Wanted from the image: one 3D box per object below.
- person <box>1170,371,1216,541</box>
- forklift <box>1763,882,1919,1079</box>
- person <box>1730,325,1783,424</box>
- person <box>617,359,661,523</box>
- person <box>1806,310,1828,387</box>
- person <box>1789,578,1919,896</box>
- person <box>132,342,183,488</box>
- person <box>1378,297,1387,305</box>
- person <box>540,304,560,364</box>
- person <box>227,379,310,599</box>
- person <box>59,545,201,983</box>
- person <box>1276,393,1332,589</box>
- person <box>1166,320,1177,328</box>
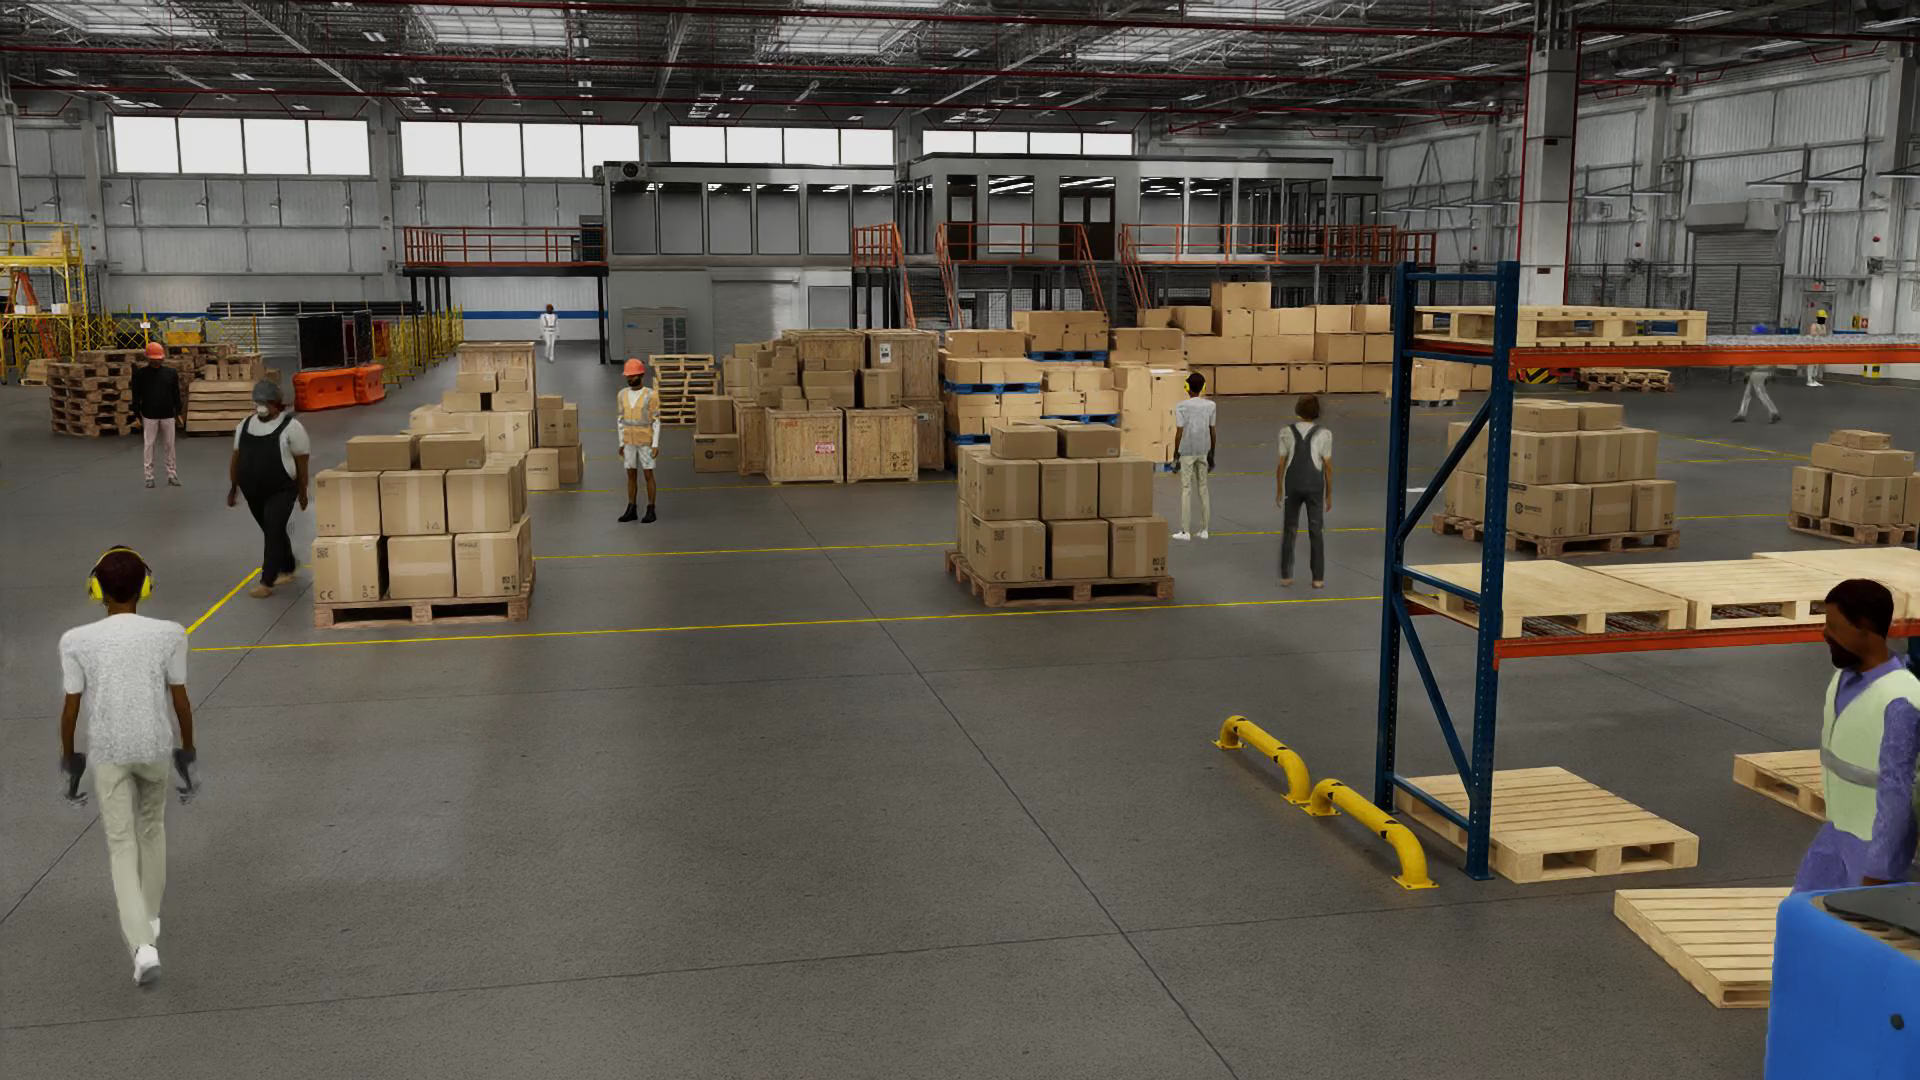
[{"bbox_3d":[2.551,-0.920,18.311,0.553,1.869,0.335,-3,10,-18],"label":"person"},{"bbox_3d":[3.493,0.795,4.780,1.873,2.768,1.129,-2,10,-12],"label":"forklift"},{"bbox_3d":[15.417,-3.182,31.985,0.963,1.917,0.596,7,12,37],"label":"person"},{"bbox_3d":[-3.786,-1.160,19.557,0.547,1.938,0.379,3,10,19],"label":"person"},{"bbox_3d":[21.678,-4.844,42.042,0.585,1.928,0.379,-7,12,-36],"label":"person"},{"bbox_3d":[3.268,1.084,6.030,0.448,1.890,0.608,1,9,5],"label":"person"},{"bbox_3d":[-10.969,-1.708,22.758,0.622,1.982,0.405,-7,12,-37],"label":"person"},{"bbox_3d":[14.594,-7.447,57.748,0.409,1.987,0.614,2,10,12],"label":"person"},{"bbox_3d":[-12.751,-6.417,51.803,0.614,1.868,0.452,-9,13,-43],"label":"person"},{"bbox_3d":[-6.387,-0.528,15.395,0.681,2.000,1.017,2,10,13],"label":"person"},{"bbox_3d":[-3.554,0.935,7.116,0.529,1.833,0.926,-6,11,-32],"label":"person"},{"bbox_3d":[3.220,-0.455,15.556,0.512,1.845,0.354,4,10,21],"label":"person"},{"bbox_3d":[4.524,-3.686,35.081,0.959,1.908,0.640,5,11,28],"label":"person"}]
